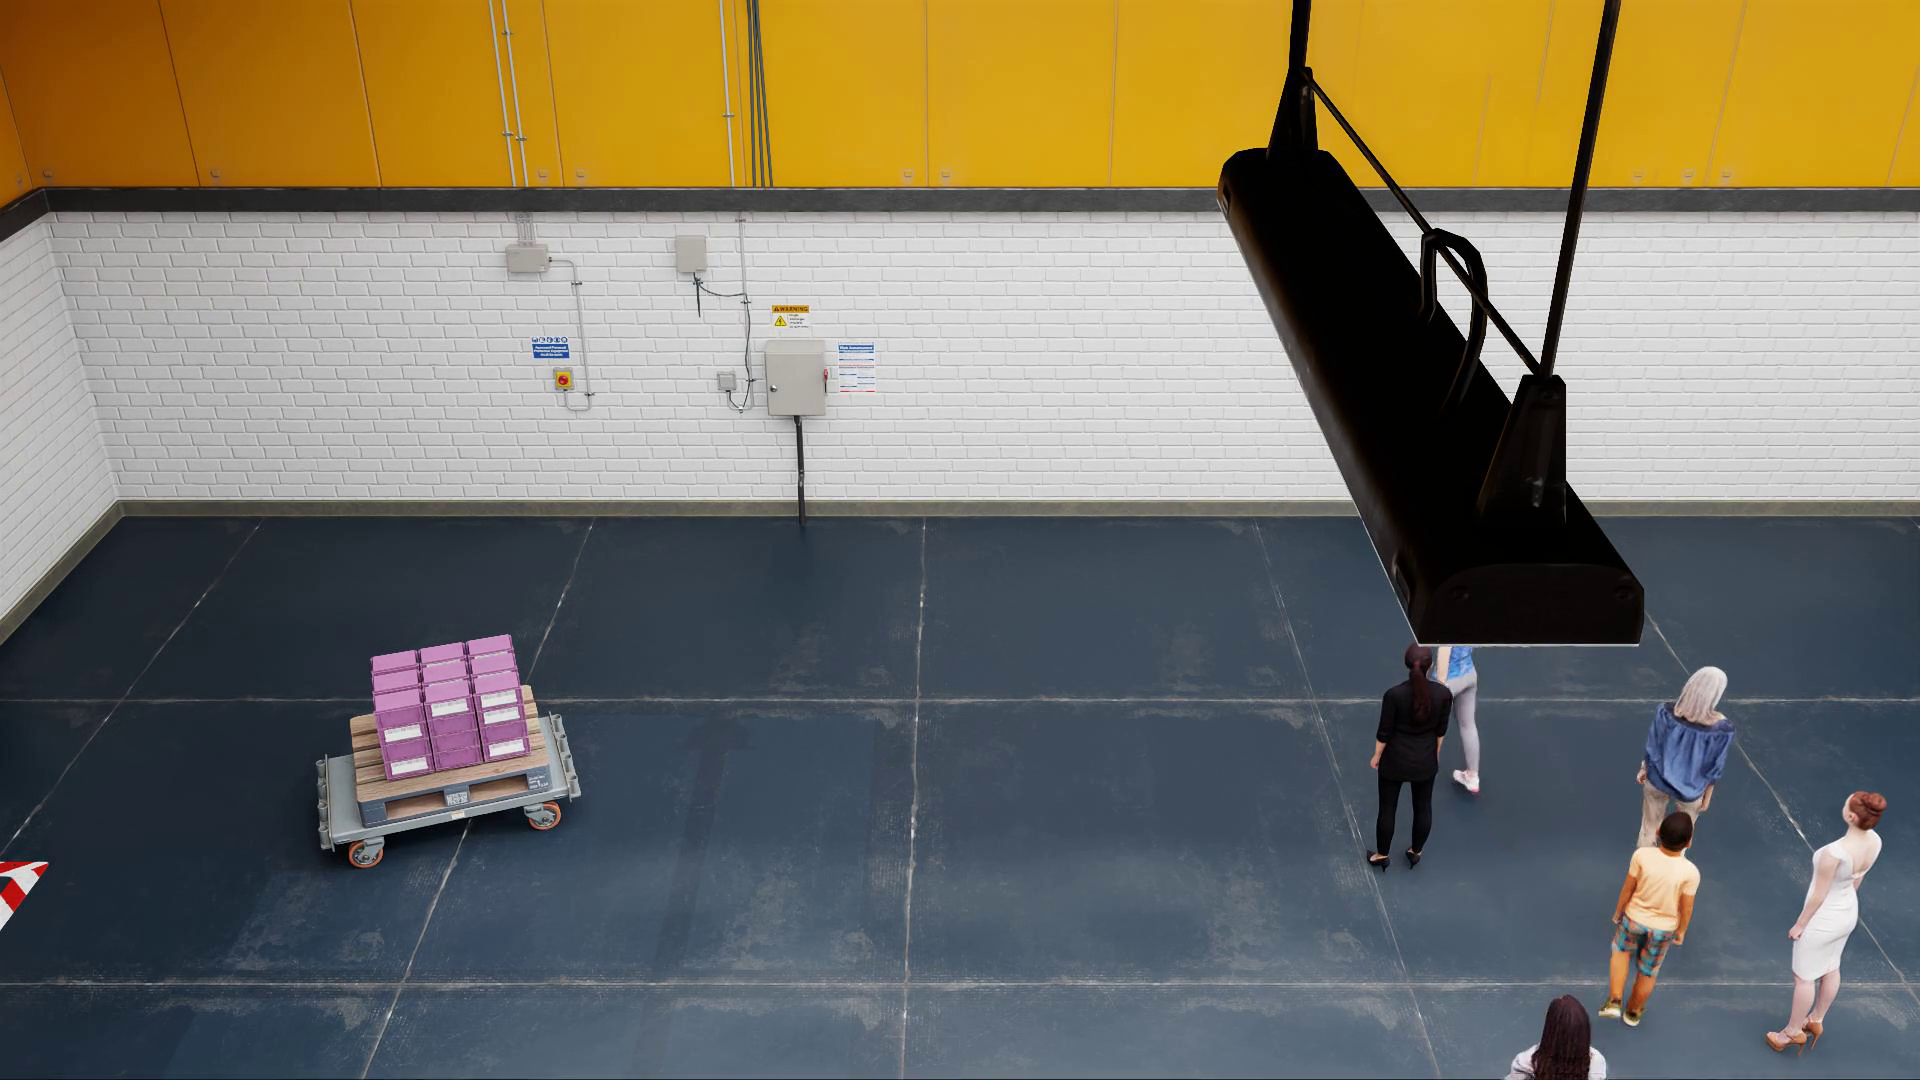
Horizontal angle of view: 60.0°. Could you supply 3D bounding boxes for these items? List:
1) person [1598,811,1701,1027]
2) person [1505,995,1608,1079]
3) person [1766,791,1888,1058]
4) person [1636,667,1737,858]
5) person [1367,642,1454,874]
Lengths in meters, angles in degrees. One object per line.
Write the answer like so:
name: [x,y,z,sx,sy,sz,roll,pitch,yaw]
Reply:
person: [3.832,2.156,9.268,0.692,1.453,0.773,15,32,26]
person: [2.786,2.865,7.798,0.645,1.617,0.663,-2,29,-4]
person: [4.725,2.081,9.050,0.641,1.793,0.624,-13,31,-23]
person: [4.355,1.550,10.136,0.793,1.686,0.883,12,31,21]
person: [2.821,1.387,10.461,0.595,1.661,0.538,-1,29,-2]
